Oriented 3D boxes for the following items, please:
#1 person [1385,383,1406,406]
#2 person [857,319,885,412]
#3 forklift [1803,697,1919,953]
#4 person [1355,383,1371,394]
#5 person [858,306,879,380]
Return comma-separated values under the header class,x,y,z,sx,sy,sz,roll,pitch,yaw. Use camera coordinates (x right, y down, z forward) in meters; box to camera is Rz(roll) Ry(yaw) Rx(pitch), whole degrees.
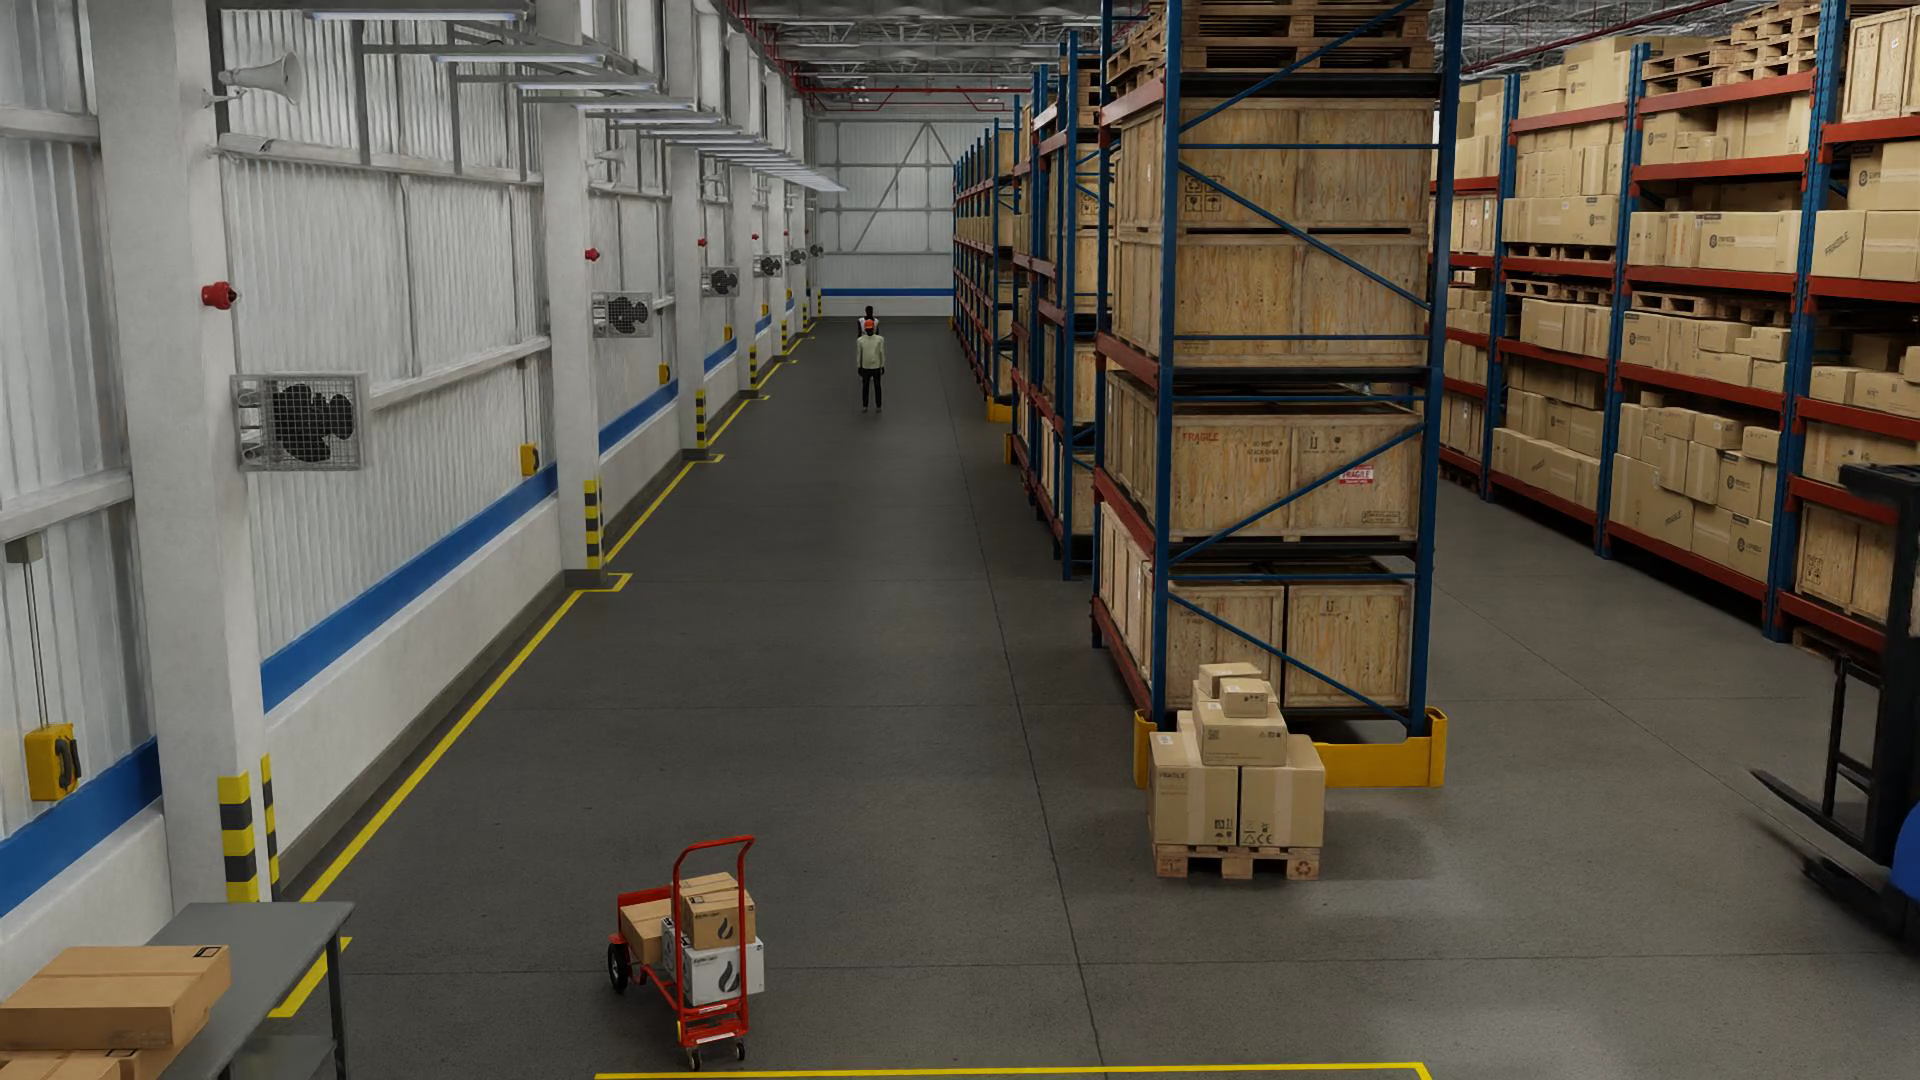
class,x,y,z,sx,sy,sz,roll,pitch,yaw
person,8.033,-2.687,30.399,0.590,1.892,0.664,3,11,15
person,-1.904,-3.716,35.523,0.617,1.989,0.402,0,11,2
forklift,5.825,0.898,9.175,1.129,2.768,1.873,0,11,-2
person,8.069,-3.095,33.314,0.850,1.587,0.514,0,11,2
person,-2.346,-5.058,42.708,0.589,1.910,0.394,-6,12,-27
